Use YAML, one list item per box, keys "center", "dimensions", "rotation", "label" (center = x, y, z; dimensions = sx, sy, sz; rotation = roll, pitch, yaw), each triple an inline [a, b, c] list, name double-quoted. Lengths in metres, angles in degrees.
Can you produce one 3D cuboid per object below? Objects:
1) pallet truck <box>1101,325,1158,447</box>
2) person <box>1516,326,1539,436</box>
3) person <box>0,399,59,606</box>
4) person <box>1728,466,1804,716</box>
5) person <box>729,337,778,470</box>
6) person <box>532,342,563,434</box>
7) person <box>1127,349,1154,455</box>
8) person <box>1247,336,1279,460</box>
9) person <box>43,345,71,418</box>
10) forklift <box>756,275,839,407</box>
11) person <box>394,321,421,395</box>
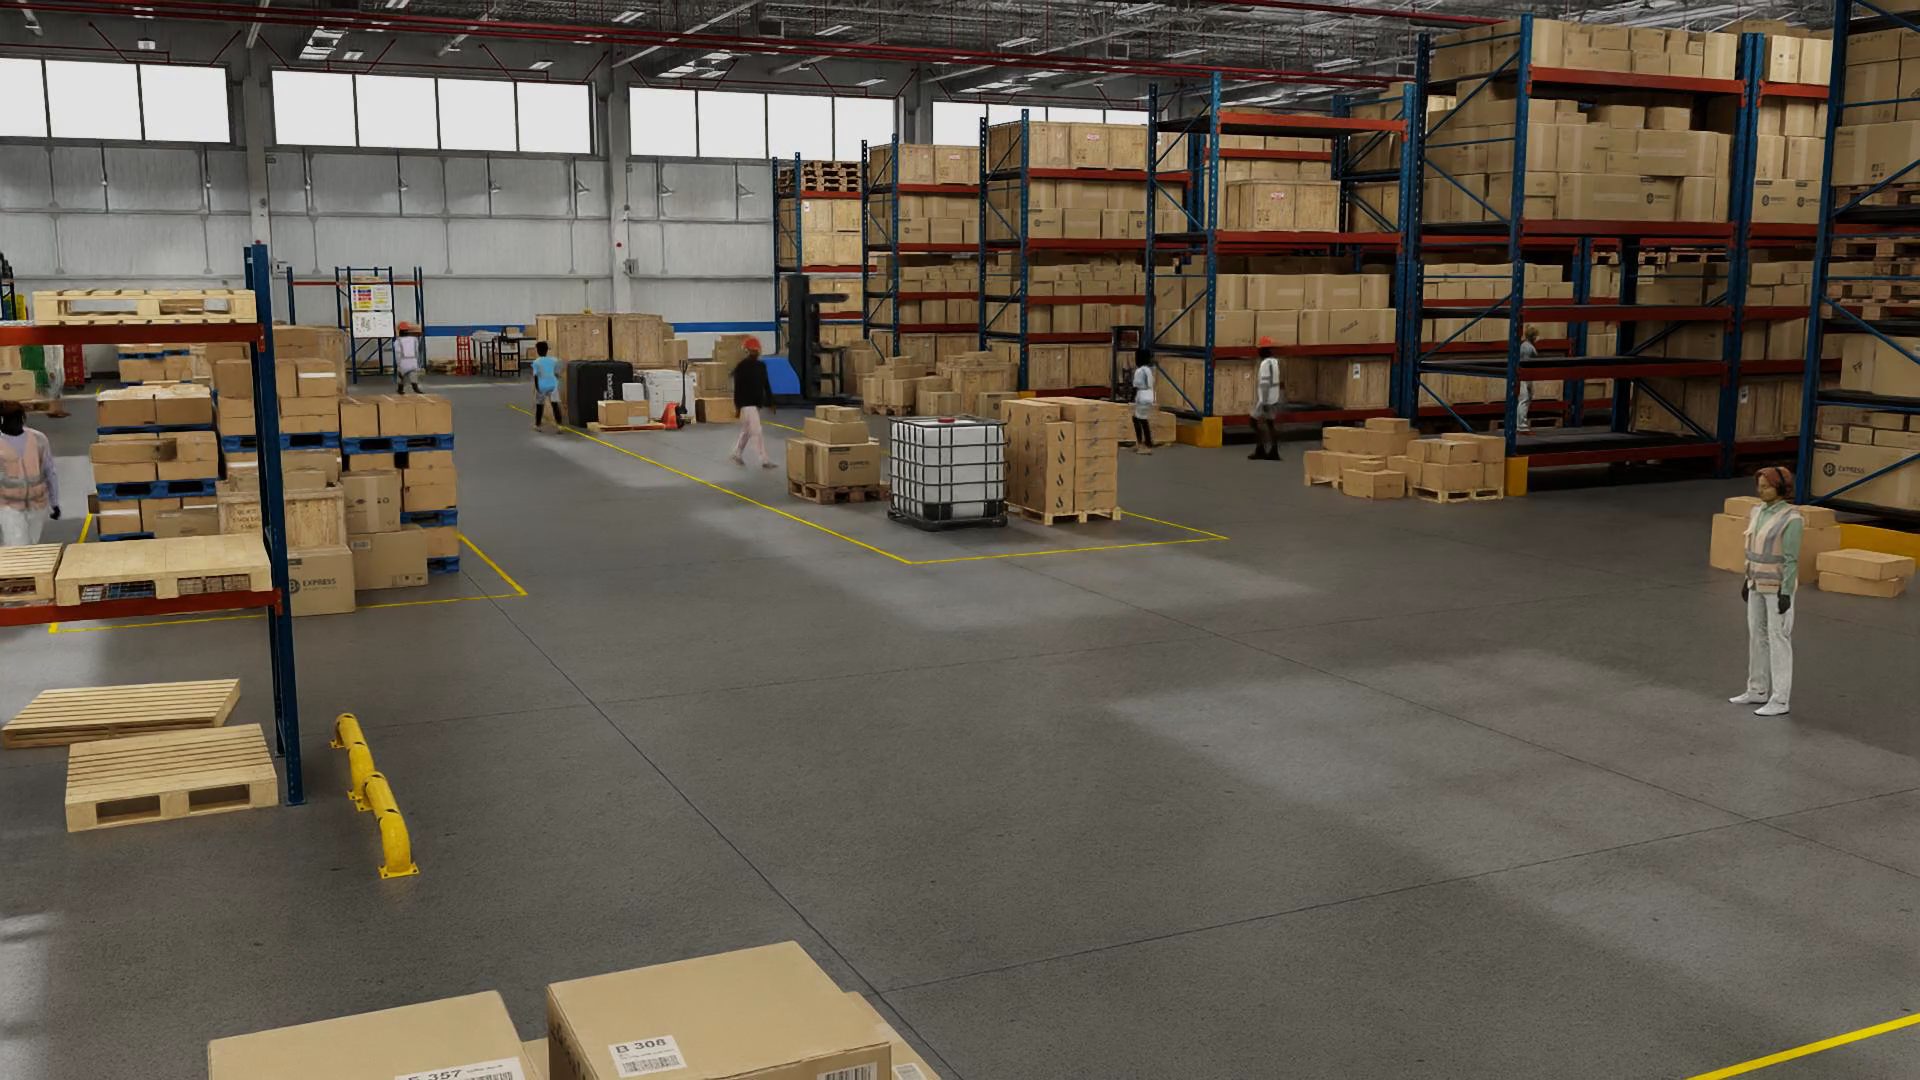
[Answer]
- center: [2.881, -2.596, 27.923]
  dimensions: [0.823, 1.965, 1.885]
  rotation: [-1, 9, -7]
  label: "pallet truck"
- center: [10.012, -2.793, 29.330]
  dimensions: [0.372, 1.940, 0.631]
  rotation: [2, 9, 13]
  label: "person"
- center: [-8.222, -0.336, 14.499]
  dimensions: [0.901, 1.812, 0.633]
  rotation: [7, 12, 38]
  label: "person"
- center: [5.315, 0.328, 10.920]
  dimensions: [0.310, 1.633, 0.517]
  rotation: [-1, 9, -5]
  label: "person"
- center: [-3.083, -2.015, 24.489]
  dimensions: [1.007, 1.955, 0.618]
  rotation: [6, 11, 32]
  label: "person"
- center: [-7.400, -2.722, 29.790]
  dimensions: [0.534, 1.652, 0.907]
  rotation: [-8, 12, -39]
  label: "person"
- center: [2.828, -2.186, 26.337]
  dimensions: [0.558, 1.671, 0.548]
  rotation: [3, 10, 20]
  label: "person"
- center: [4.659, -2.166, 25.521]
  dimensions: [0.608, 1.917, 0.562]
  rotation: [6, 11, 33]
  label: "person"
- center: [-18.000, -3.390, 33.092]
  dimensions: [0.364, 1.930, 0.630]
  rotation: [-2, 9, -10]
  label: "person"
- center: [-3.455, -4.255, 35.486]
  dimensions: [1.873, 2.768, 1.129]
  rotation: [1, 9, 5]
  label: "forklift"
- center: [-11.324, -3.537, 34.120]
  dimensions: [0.548, 1.895, 0.996]
  rotation: [-8, 12, -42]
  label: "person"
